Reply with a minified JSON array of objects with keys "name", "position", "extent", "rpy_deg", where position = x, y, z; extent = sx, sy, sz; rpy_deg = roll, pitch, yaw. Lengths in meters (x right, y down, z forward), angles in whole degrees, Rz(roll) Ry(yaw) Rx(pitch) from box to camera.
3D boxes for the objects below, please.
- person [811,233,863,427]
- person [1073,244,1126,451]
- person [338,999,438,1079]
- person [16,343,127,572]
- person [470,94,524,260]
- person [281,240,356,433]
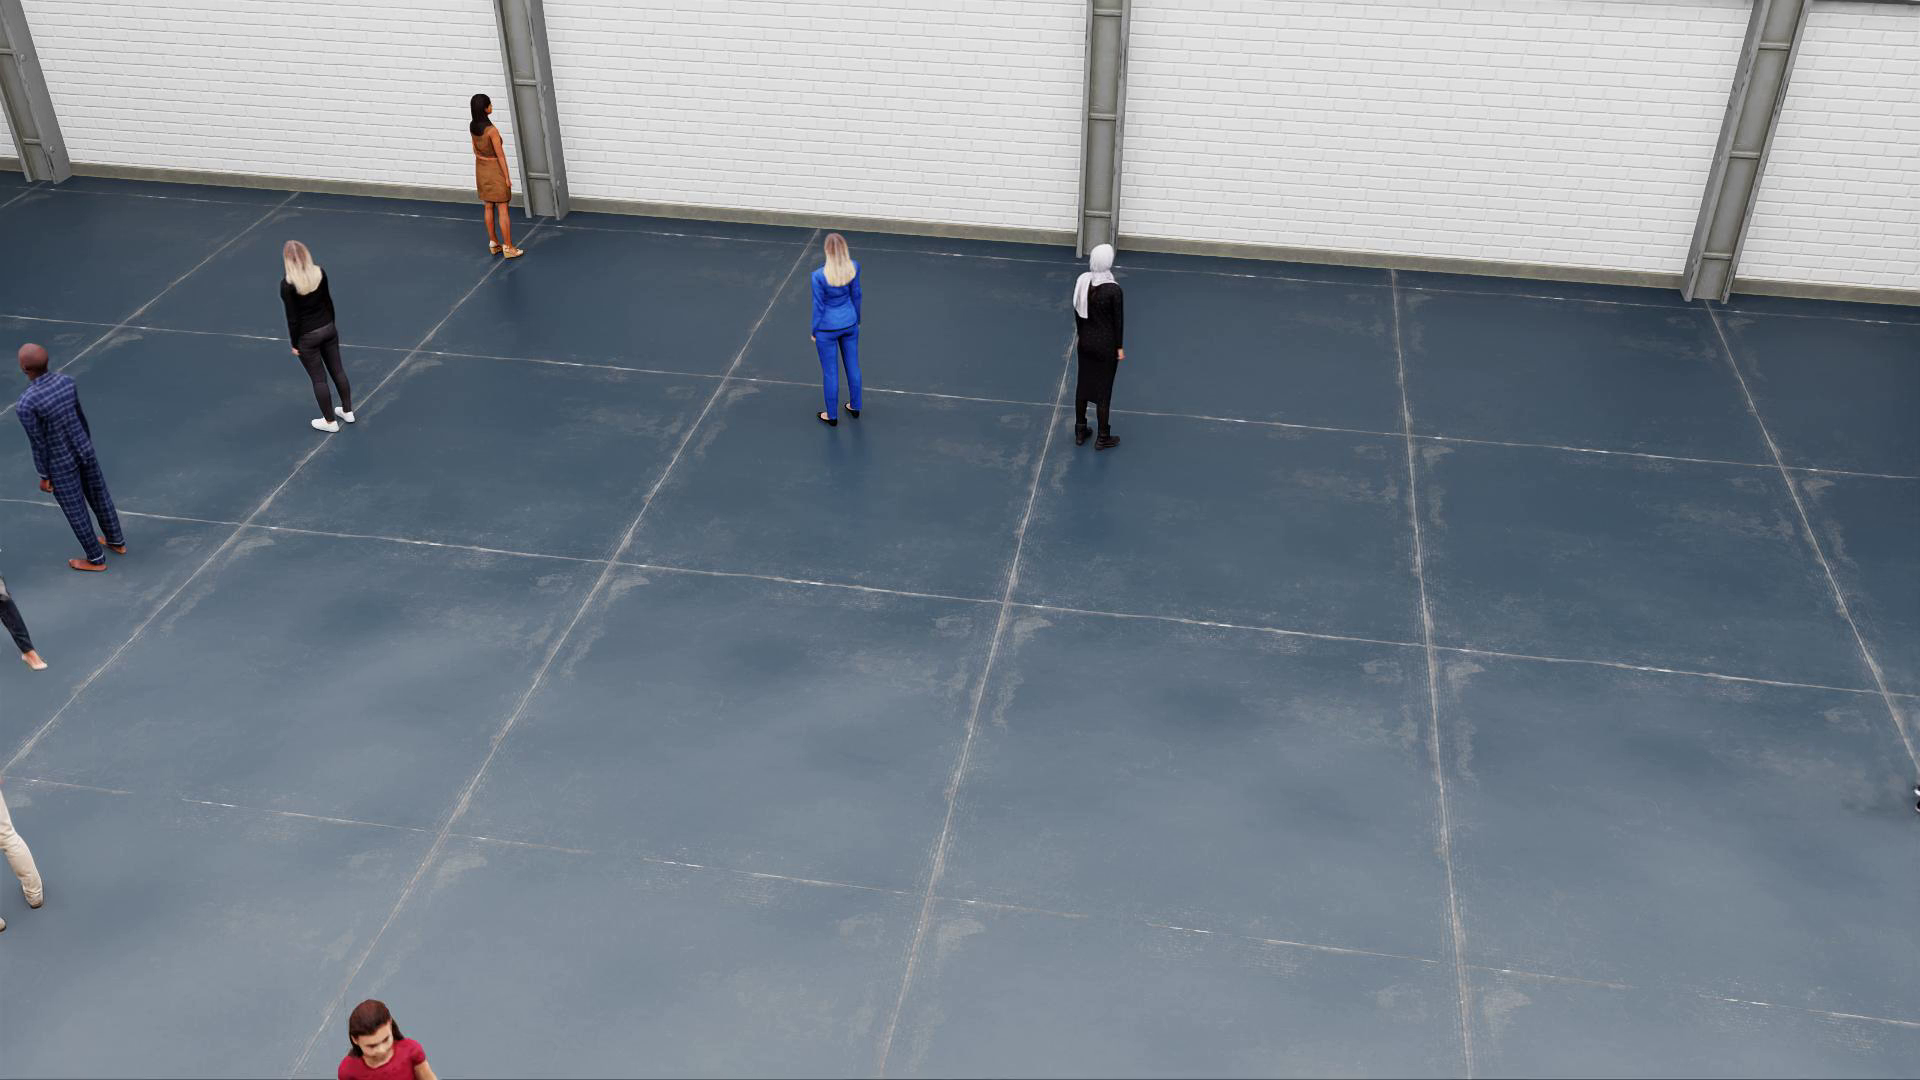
[{"name":"person","position":[-1.018,-1.763,13.883],"extent":[0.696,1.701,0.760],"rpy_deg":[-20,39,-28]},{"name":"person","position":[1.119,-1.563,13.511],"extent":[0.623,1.780,0.746],"rpy_deg":[23,40,30]},{"name":"person","position":[-2.560,2.572,7.538],"extent":[1.023,1.505,1.038],"rpy_deg":[-19,38,-26]},{"name":"person","position":[-6.459,-0.611,12.042],"extent":[0.646,1.820,0.690],"rpy_deg":[11,35,15]},{"name":"person","position":[-4.711,-3.668,16.760],"extent":[0.582,1.690,0.700],"rpy_deg":[22,39,29]},{"name":"person","position":[-5.338,-1.691,13.788],"extent":[0.663,1.687,0.678],"rpy_deg":[20,38,27]}]
